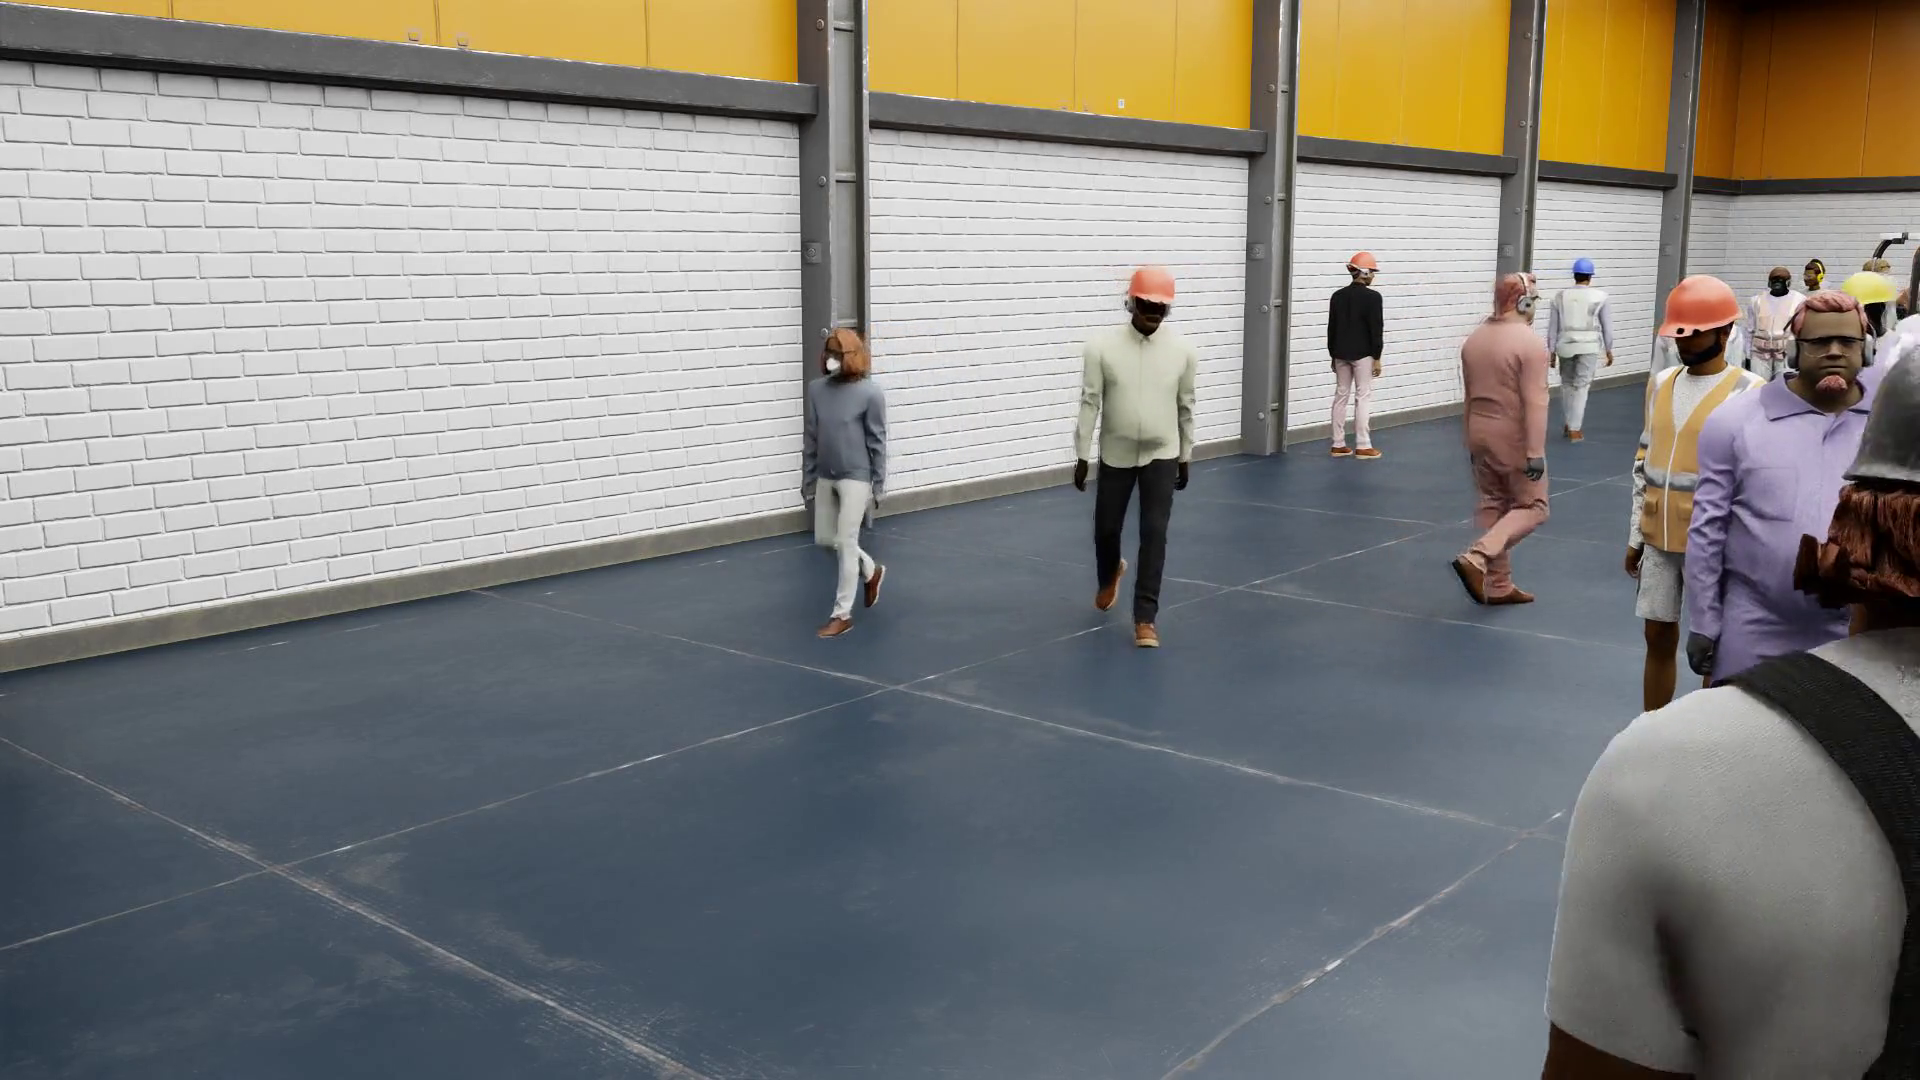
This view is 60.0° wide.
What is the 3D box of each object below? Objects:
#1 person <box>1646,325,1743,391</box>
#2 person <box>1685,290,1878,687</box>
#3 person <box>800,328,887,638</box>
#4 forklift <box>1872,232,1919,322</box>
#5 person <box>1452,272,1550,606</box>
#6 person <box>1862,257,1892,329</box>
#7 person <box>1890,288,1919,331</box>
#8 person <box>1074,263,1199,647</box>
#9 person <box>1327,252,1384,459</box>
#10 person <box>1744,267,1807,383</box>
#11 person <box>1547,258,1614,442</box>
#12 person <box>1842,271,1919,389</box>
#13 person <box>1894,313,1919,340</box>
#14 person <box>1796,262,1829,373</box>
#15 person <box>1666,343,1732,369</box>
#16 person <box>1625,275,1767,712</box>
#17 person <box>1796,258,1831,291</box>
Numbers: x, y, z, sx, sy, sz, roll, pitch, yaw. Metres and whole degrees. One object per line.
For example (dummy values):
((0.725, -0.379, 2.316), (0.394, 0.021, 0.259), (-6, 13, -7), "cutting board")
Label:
((5.301, -0.979, 12.040), (0.630, 1.802, 0.617), (4, 11, 23), "person")
((2.426, 0.245, 4.788), (0.639, 1.910, 0.407), (2, 10, 13), "person")
((-0.584, -0.322, 8.827), (0.509, 1.617, 0.607), (7, 12, 35), "person")
((9.955, -1.972, 16.595), (2.313, 2.155, 1.214), (1, 10, 8), "forklift")
((3.032, -0.541, 9.296), (0.538, 1.891, 0.665), (-4, 11, -20), "person")
((8.529, -1.678, 15.648), (0.372, 1.940, 0.632), (6, 12, 30), "person")
((10.463, -1.995, 18.460), (0.855, 1.580, 0.504), (5, 11, 24), "person")
((0.912, -0.466, 8.693), (0.641, 1.961, 0.806), (0, 10, -1), "person")
((3.838, -1.781, 16.093), (0.399, 1.987, 0.612), (-8, 13, -38), "person")
((8.567, -1.945, 17.491), (0.623, 1.835, 0.431), (7, 12, 36), "person")
((6.577, -2.006, 17.585), (0.627, 1.918, 0.824), (8, 13, 37), "person")
((4.967, -0.506, 9.063), (0.589, 1.904, 0.611), (-5, 11, -26), "person")
((6.690, -0.886, 11.333), (0.978, 1.864, 0.630), (-3, 10, -15), "person")
((9.826, -2.269, 19.232), (0.325, 1.863, 0.516), (-7, 12, -35), "person")
((4.962, -0.792, 11.248), (0.492, 1.717, 0.432), (-3, 11, -19), "person")
((2.676, 0.002, 6.117), (0.369, 1.929, 0.542), (-5, 11, -28), "person")
((12.856, -3.312, 25.156), (0.533, 1.868, 0.310), (1, 10, 4), "person")
